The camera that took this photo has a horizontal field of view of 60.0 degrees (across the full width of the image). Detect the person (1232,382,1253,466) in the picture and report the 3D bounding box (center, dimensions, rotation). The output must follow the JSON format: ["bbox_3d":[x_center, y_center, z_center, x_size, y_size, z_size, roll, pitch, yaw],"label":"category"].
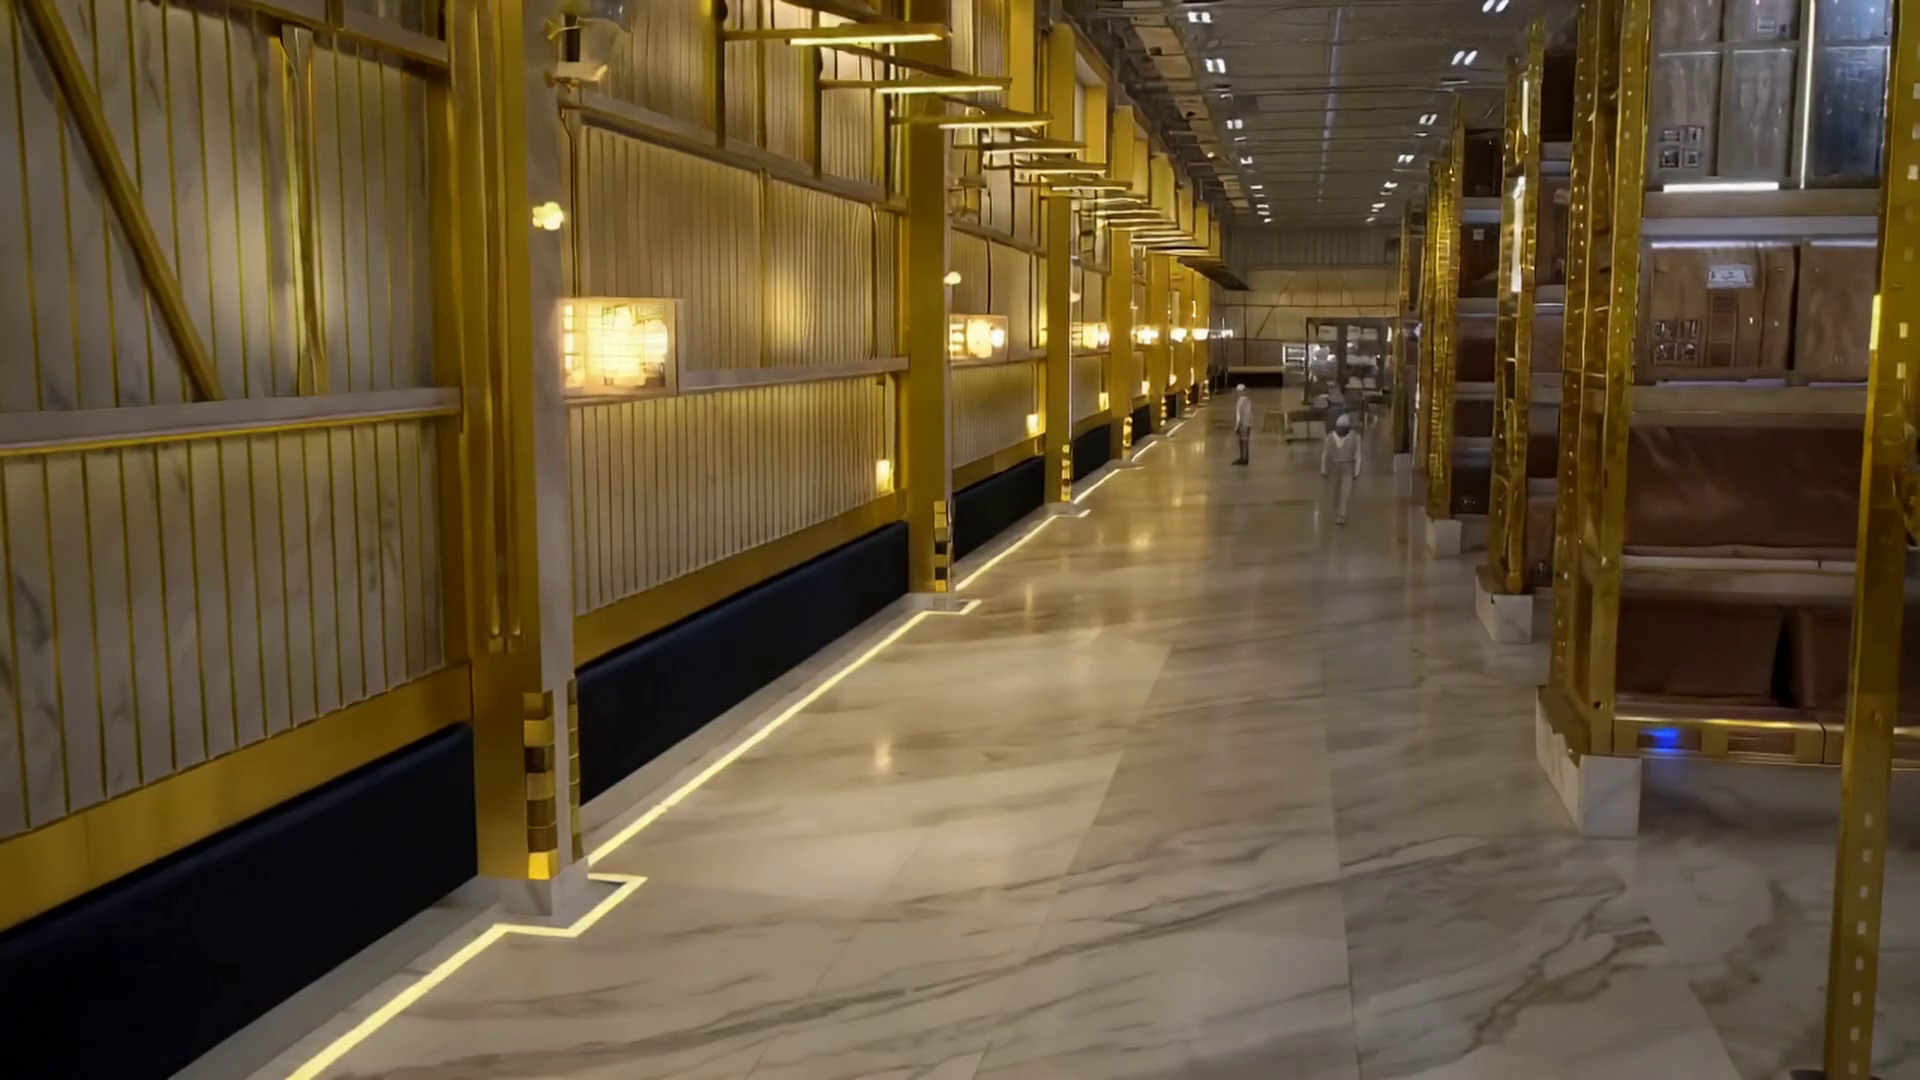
[{"bbox_3d":[6.546,-2.684,38.608,0.349,1.942,0.545,6,9,39],"label":"person"}]

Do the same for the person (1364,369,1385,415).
[{"bbox_3d":[14.845,-5.277,60.010,0.959,1.779,0.595,2,7,13],"label":"person"}]

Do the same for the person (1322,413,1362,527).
[{"bbox_3d":[6.114,-1.123,26.597,0.606,1.817,0.627,3,8,21],"label":"person"}]
